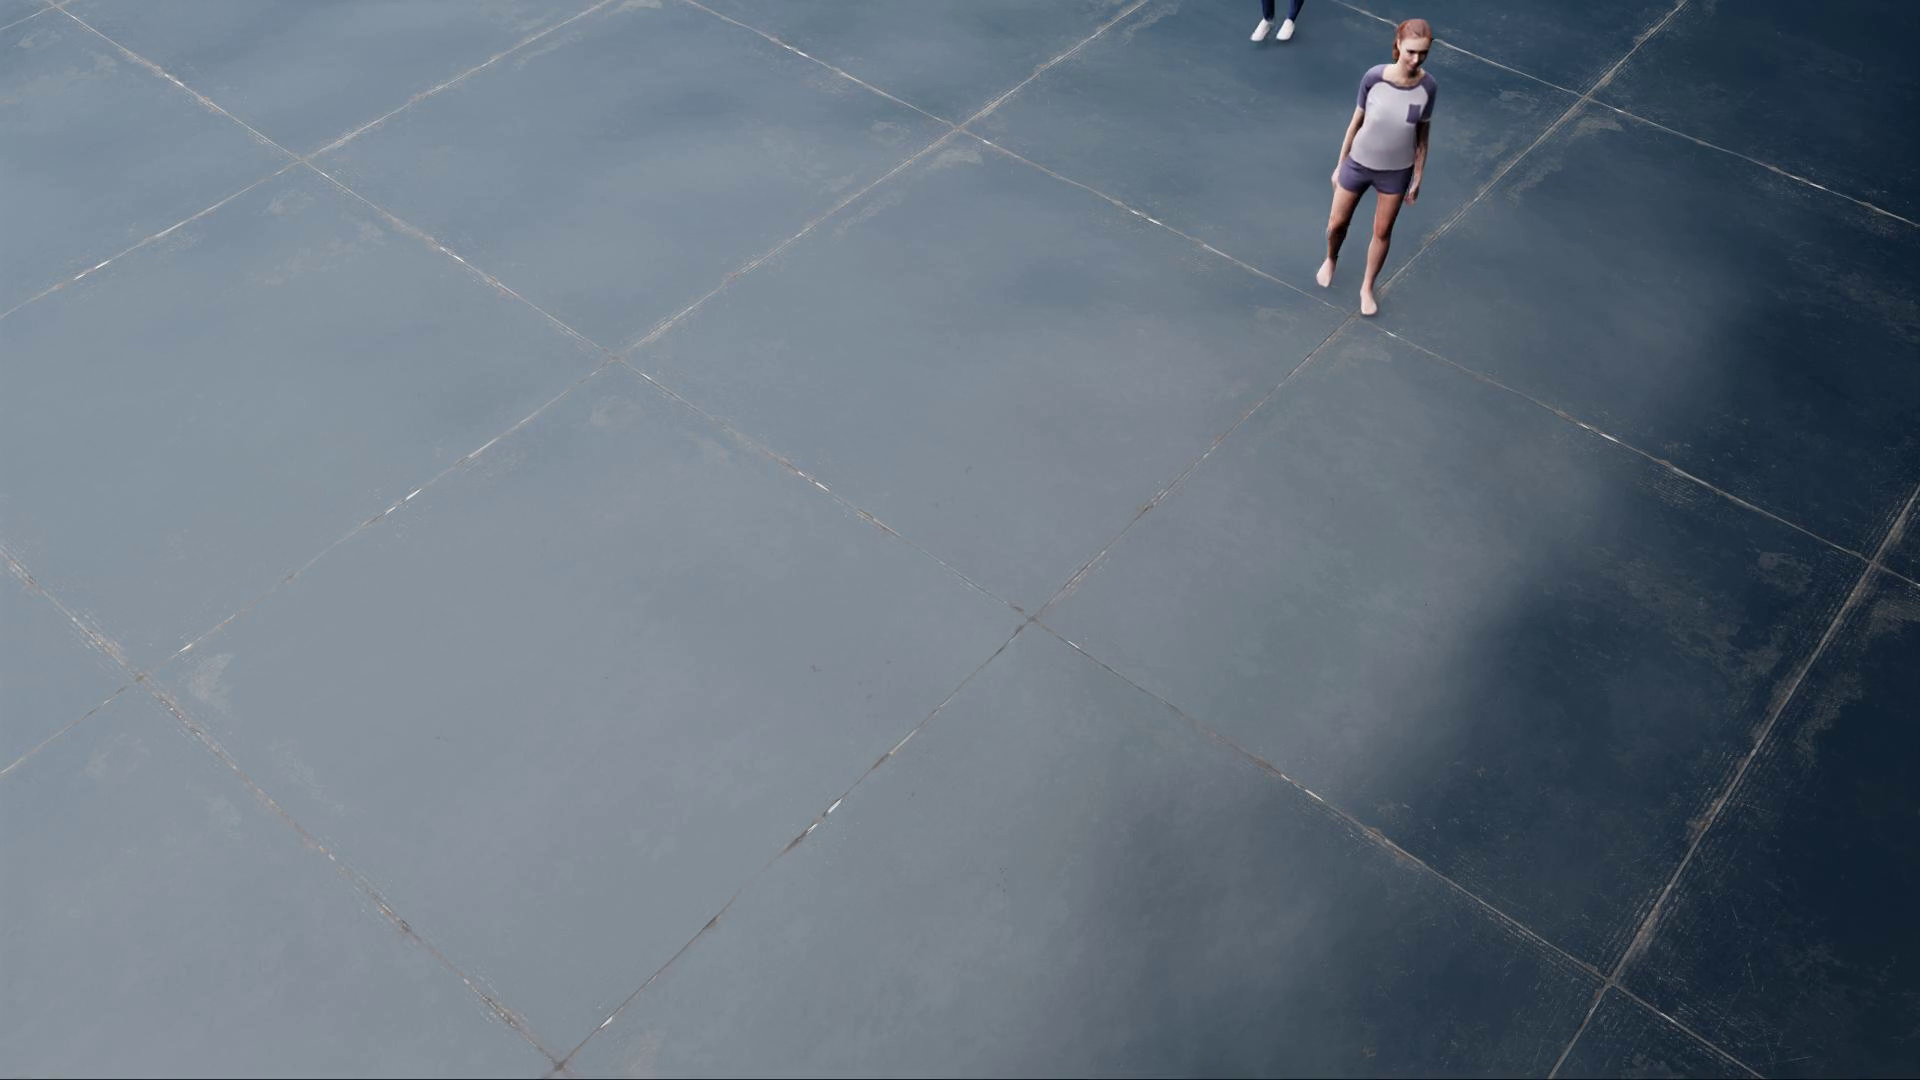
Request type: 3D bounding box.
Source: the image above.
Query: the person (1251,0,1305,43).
[{"bbox_3d":[2.295,-4.183,11.150,0.642,1.708,0.676,22,51,19],"label":"person"}]

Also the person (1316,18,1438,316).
[{"bbox_3d":[2.322,-2.100,9.189,0.750,1.760,0.784,9,48,8],"label":"person"}]
